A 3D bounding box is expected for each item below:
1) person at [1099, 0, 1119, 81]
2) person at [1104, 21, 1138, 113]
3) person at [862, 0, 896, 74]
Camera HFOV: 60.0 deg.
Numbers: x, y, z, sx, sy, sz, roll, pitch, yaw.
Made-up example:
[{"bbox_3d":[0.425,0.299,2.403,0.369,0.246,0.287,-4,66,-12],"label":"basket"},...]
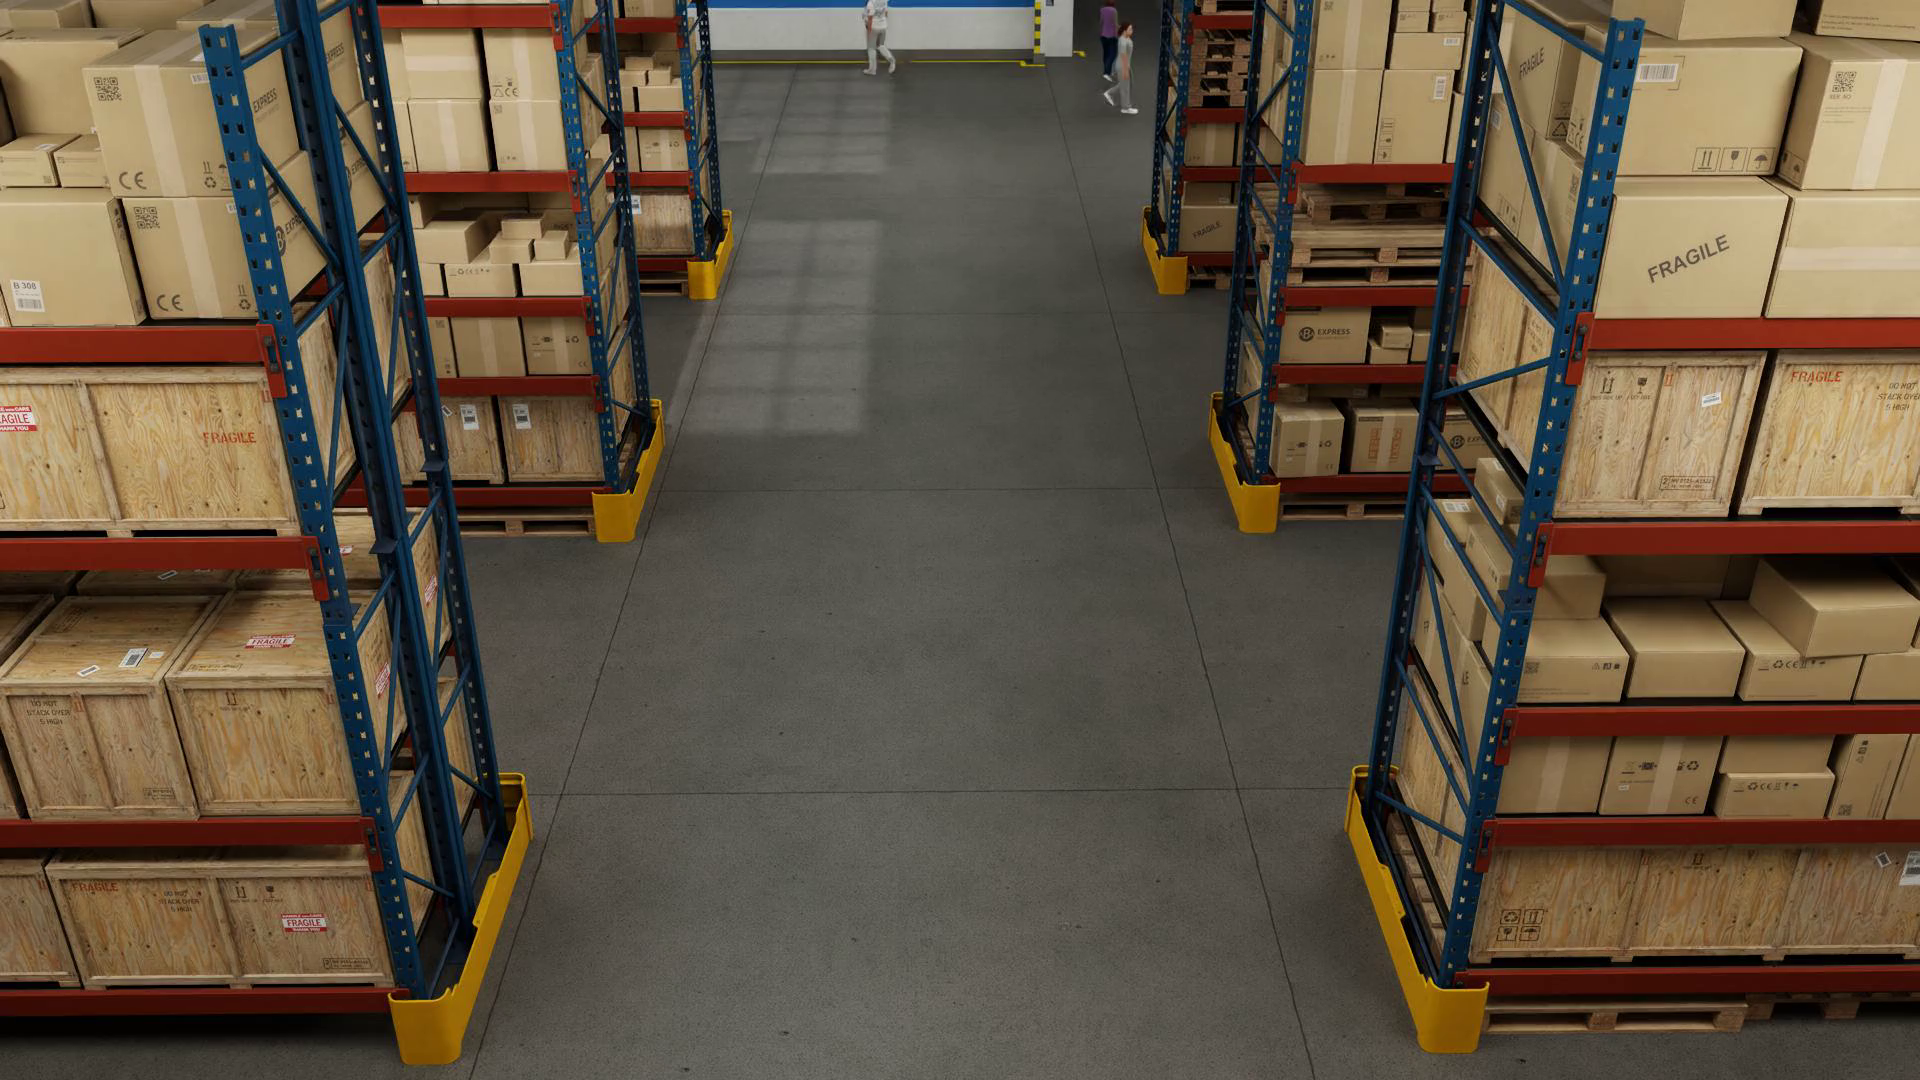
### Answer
[{"bbox_3d":[2.895,-9.749,32.213,0.433,1.604,0.621,17,33,28],"label":"person"},{"bbox_3d":[2.898,-8.459,29.742,0.635,1.659,0.583,5,29,9],"label":"person"},{"bbox_3d":[-1.595,-9.981,32.439,0.686,1.765,0.533,25,37,38],"label":"person"}]
